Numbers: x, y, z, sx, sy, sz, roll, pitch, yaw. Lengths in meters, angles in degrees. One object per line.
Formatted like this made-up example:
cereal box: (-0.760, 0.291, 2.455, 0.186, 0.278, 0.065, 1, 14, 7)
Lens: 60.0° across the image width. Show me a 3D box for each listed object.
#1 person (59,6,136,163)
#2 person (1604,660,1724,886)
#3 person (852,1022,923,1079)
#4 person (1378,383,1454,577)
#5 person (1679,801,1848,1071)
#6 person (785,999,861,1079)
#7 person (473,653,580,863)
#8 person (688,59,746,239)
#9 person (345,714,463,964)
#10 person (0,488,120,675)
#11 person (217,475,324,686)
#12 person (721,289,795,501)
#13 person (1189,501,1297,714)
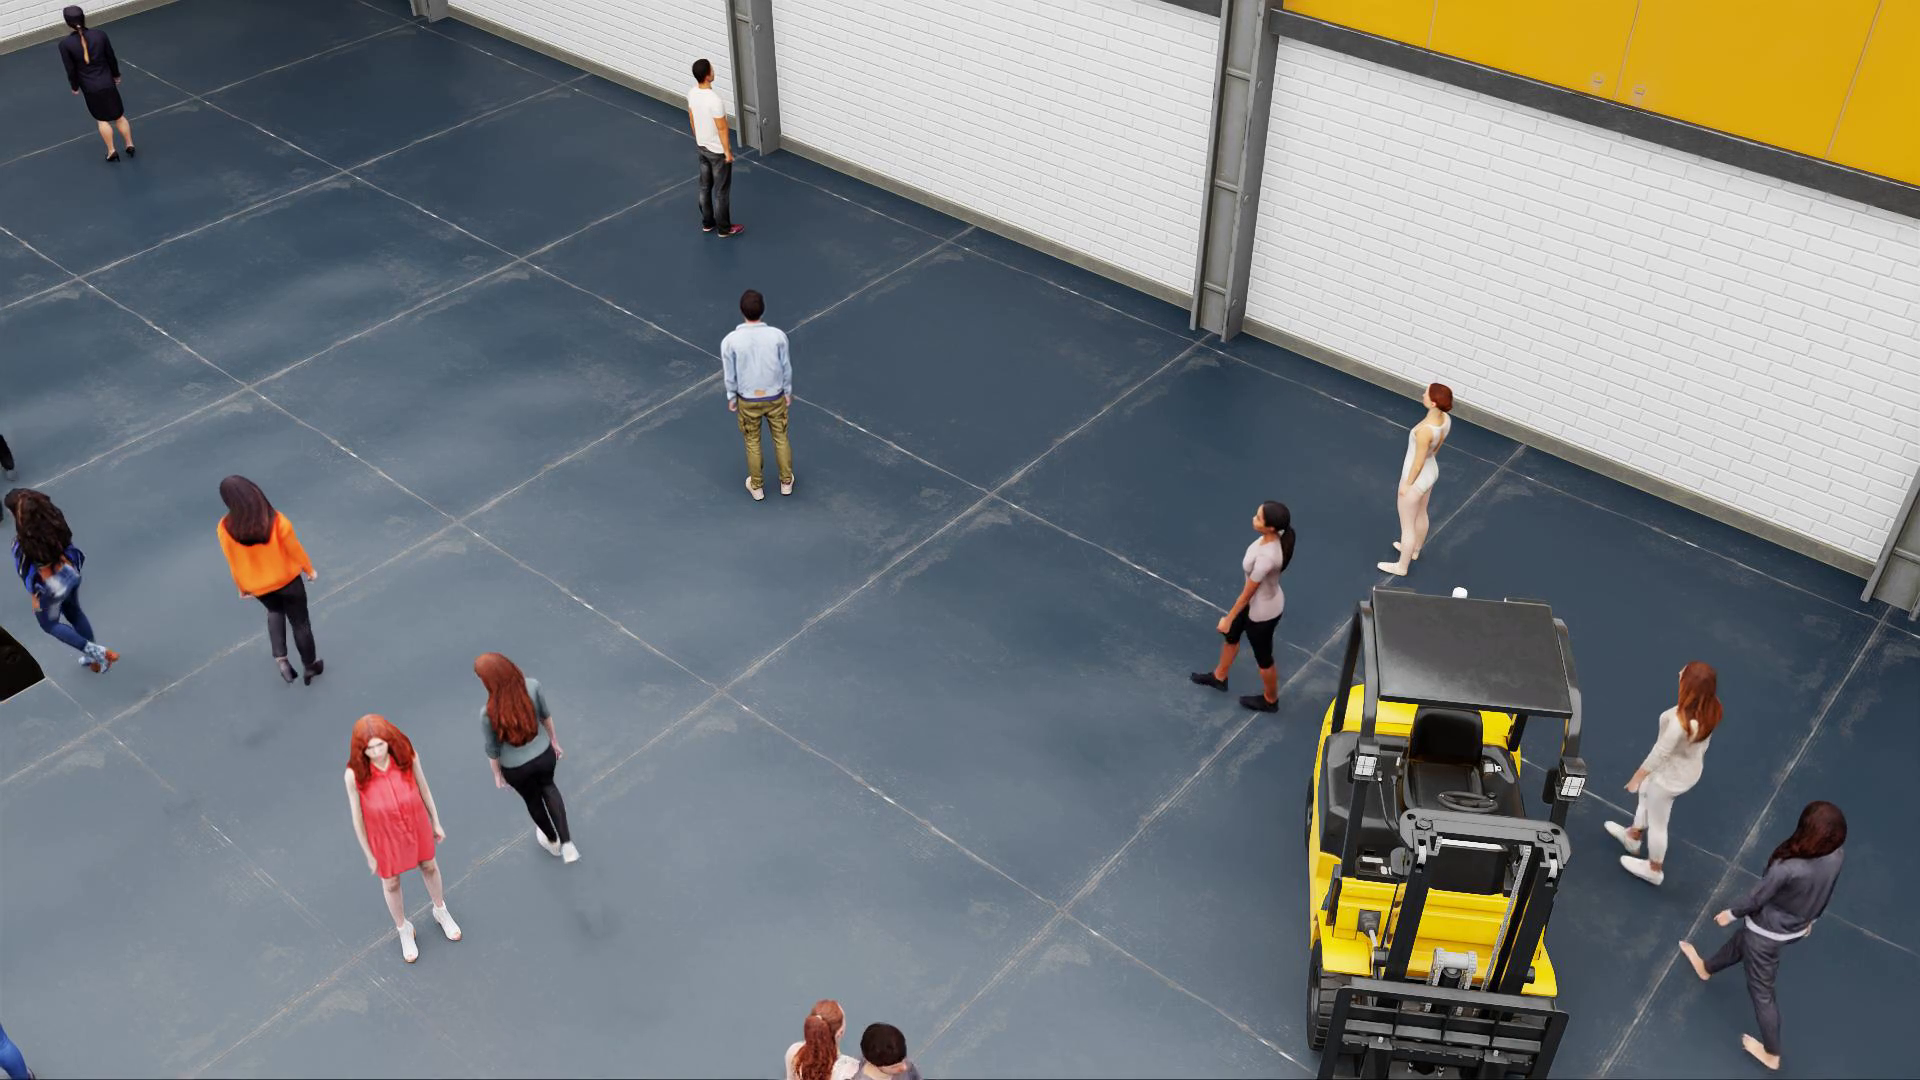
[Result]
person: (-9.173, -4.836, 17.688, 0.709, 1.671, 0.641, -32, 48, -33)
person: (4.280, 1.431, 9.824, 0.715, 1.692, 0.808, -24, 44, -27)
person: (-0.448, 2.858, 7.921, 0.892, 1.836, 0.859, 8, 39, 10)
person: (3.387, -0.456, 12.225, 0.492, 1.644, 0.552, 25, 45, 28)
person: (4.425, 2.135, 8.916, 0.945, 1.723, 1.191, -15, 41, -18)
person: (-0.665, 2.931, 7.960, 1.292, 1.674, 0.855, 20, 43, 23)
person: (-2.533, 1.371, 9.876, 0.702, 1.720, 0.856, -24, 44, -27)
person: (-2.444, -3.859, 16.358, 0.471, 1.804, 0.705, 29, 47, 32)
person: (-3.171, 1.666, 9.422, 0.654, 1.827, 0.615, -21, 43, -24)
person: (-6.072, 0.322, 11.275, 0.813, 1.614, 0.758, 12, 40, 14)
person: (-4.623, 0.350, 11.147, 0.763, 1.729, 0.835, 2, 39, 3)
person: (-1.549, -1.121, 12.923, 0.755, 1.811, 0.780, -8, 39, -10)
person: (2.073, 0.483, 10.982, 0.972, 1.727, 0.809, 10, 40, 12)
